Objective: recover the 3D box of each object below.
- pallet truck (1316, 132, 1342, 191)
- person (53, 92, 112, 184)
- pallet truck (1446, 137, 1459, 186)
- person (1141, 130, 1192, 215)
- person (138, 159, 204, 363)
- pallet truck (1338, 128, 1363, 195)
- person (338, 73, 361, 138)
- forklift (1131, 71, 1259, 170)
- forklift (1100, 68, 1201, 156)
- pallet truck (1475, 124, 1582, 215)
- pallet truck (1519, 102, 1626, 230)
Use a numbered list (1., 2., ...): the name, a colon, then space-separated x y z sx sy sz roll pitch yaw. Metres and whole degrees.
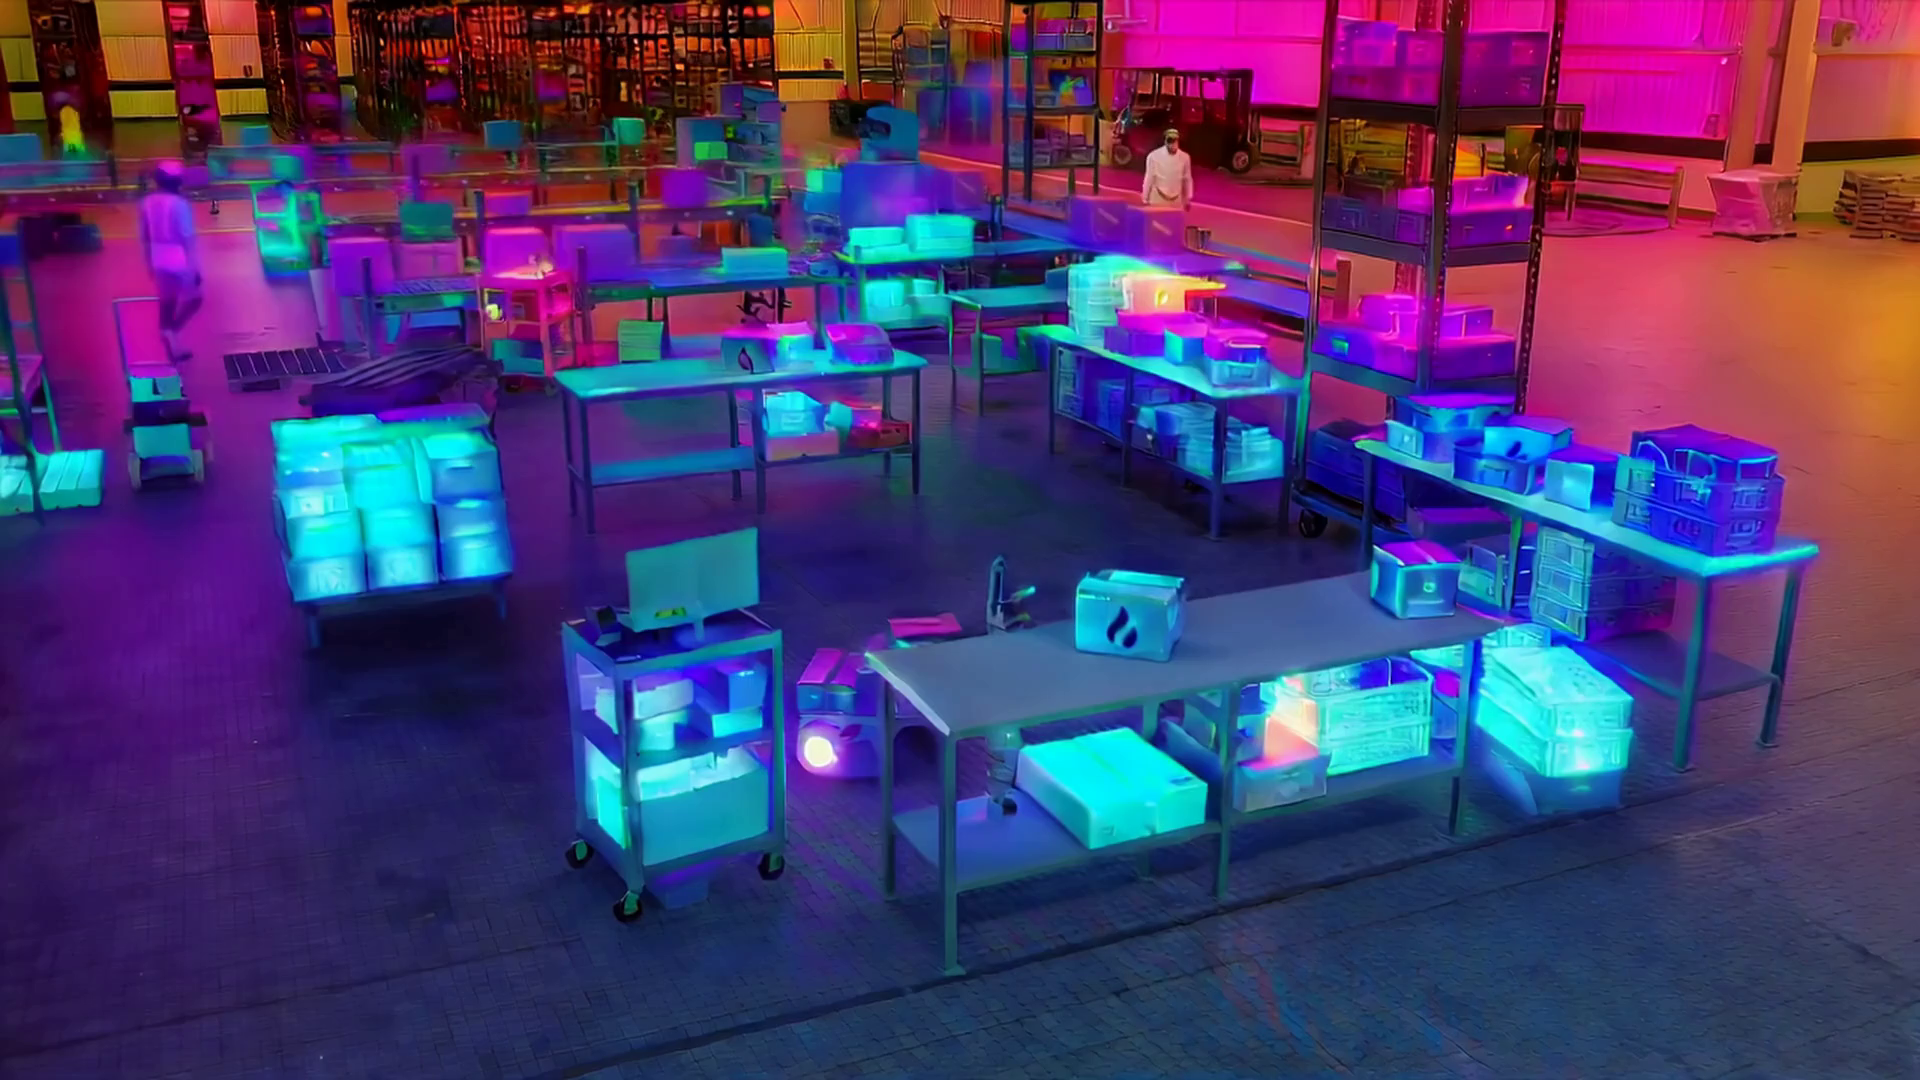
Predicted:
1. pallet truck: 7.723 -7.504 32.656 1.601 1.201 0.680 -8 19 -23
2. person: -17.103 -7.715 32.230 0.972 1.909 0.592 -1 18 -4
3. pallet truck: 9.184 -6.485 29.328 1.630 1.274 0.653 -8 19 -23
4. person: 2.823 -4.620 22.576 0.657 1.839 1.031 -5 18 -15
5. person: -7.735 -2.721 16.352 0.653 1.994 0.540 7 19 20
6. pallet truck: 7.845 -7.140 31.411 1.522 1.261 0.704 -9 20 -25
7. person: -16.384 -11.549 44.467 0.729 1.804 0.425 5 18 16
8. forklift: 4.998 -8.936 35.413 2.680 1.987 1.157 -9 20 -25
9. forklift: 4.082 -9.564 37.410 2.680 1.987 1.157 -8 19 -23
10. pallet truck: 9.707 -6.455 28.103 1.885 1.965 0.823 -7 19 -20
11. pallet truck: 9.972 -6.037 26.785 1.885 1.965 0.823 -9 20 -25
